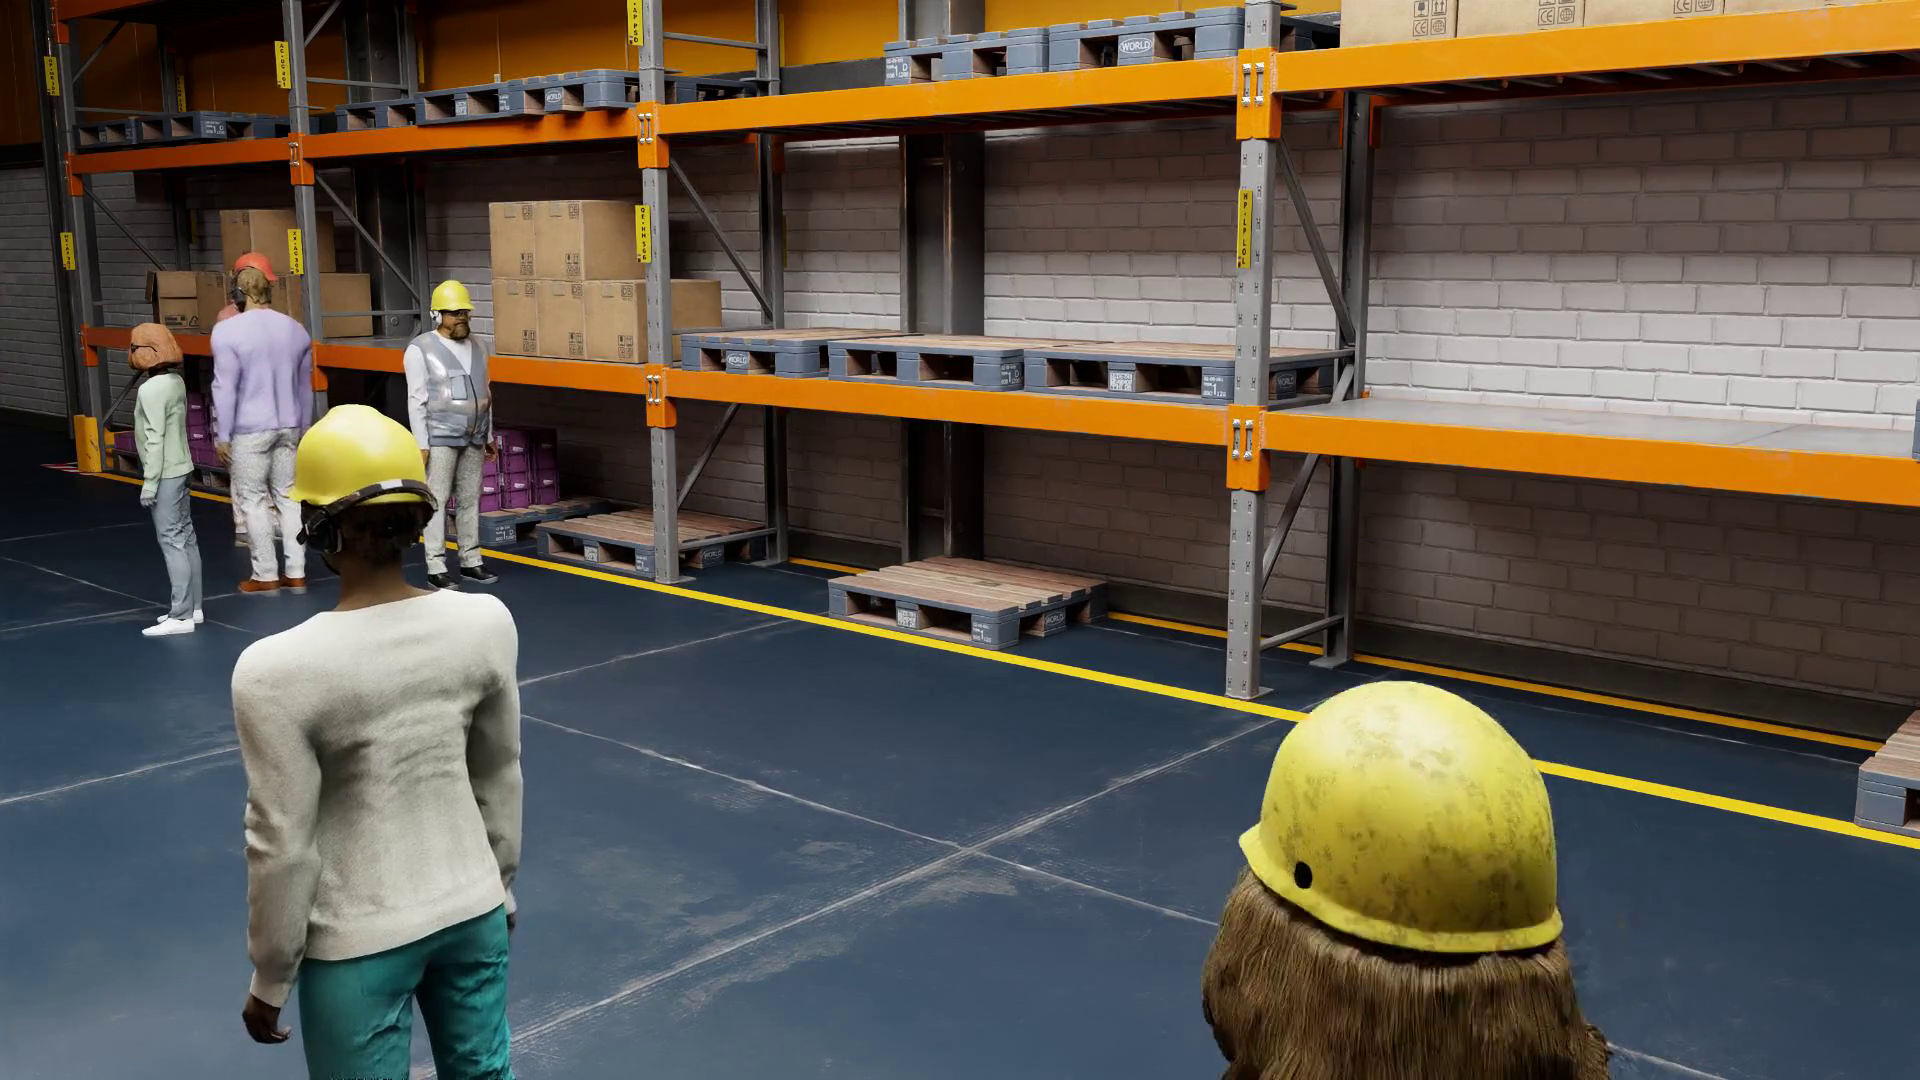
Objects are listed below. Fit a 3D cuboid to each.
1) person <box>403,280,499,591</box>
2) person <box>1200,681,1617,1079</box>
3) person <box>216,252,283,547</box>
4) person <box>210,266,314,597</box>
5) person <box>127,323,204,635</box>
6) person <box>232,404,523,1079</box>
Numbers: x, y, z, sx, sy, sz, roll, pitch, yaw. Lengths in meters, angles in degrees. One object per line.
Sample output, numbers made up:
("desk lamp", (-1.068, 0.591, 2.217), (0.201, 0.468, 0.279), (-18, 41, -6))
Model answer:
("person", (-2.997, -0.621, 9.903), (0.404, 1.834, 0.591), (7, 12, 34))
("person", (0.333, 0.962, 1.204), (0.490, 1.727, 0.594), (-4, 11, -21))
("person", (-4.770, -0.949, 11.321), (0.402, 1.990, 0.622), (2, 10, 9))
("person", (-4.026, -0.623, 9.673), (0.412, 1.917, 0.647), (6, 12, 31))
("person", (-4.191, -0.321, 8.758), (0.283, 1.636, 0.500), (-2, 10, -10))
("person", (-0.959, 0.663, 2.828), (0.359, 1.775, 0.529), (7, 12, 36))
